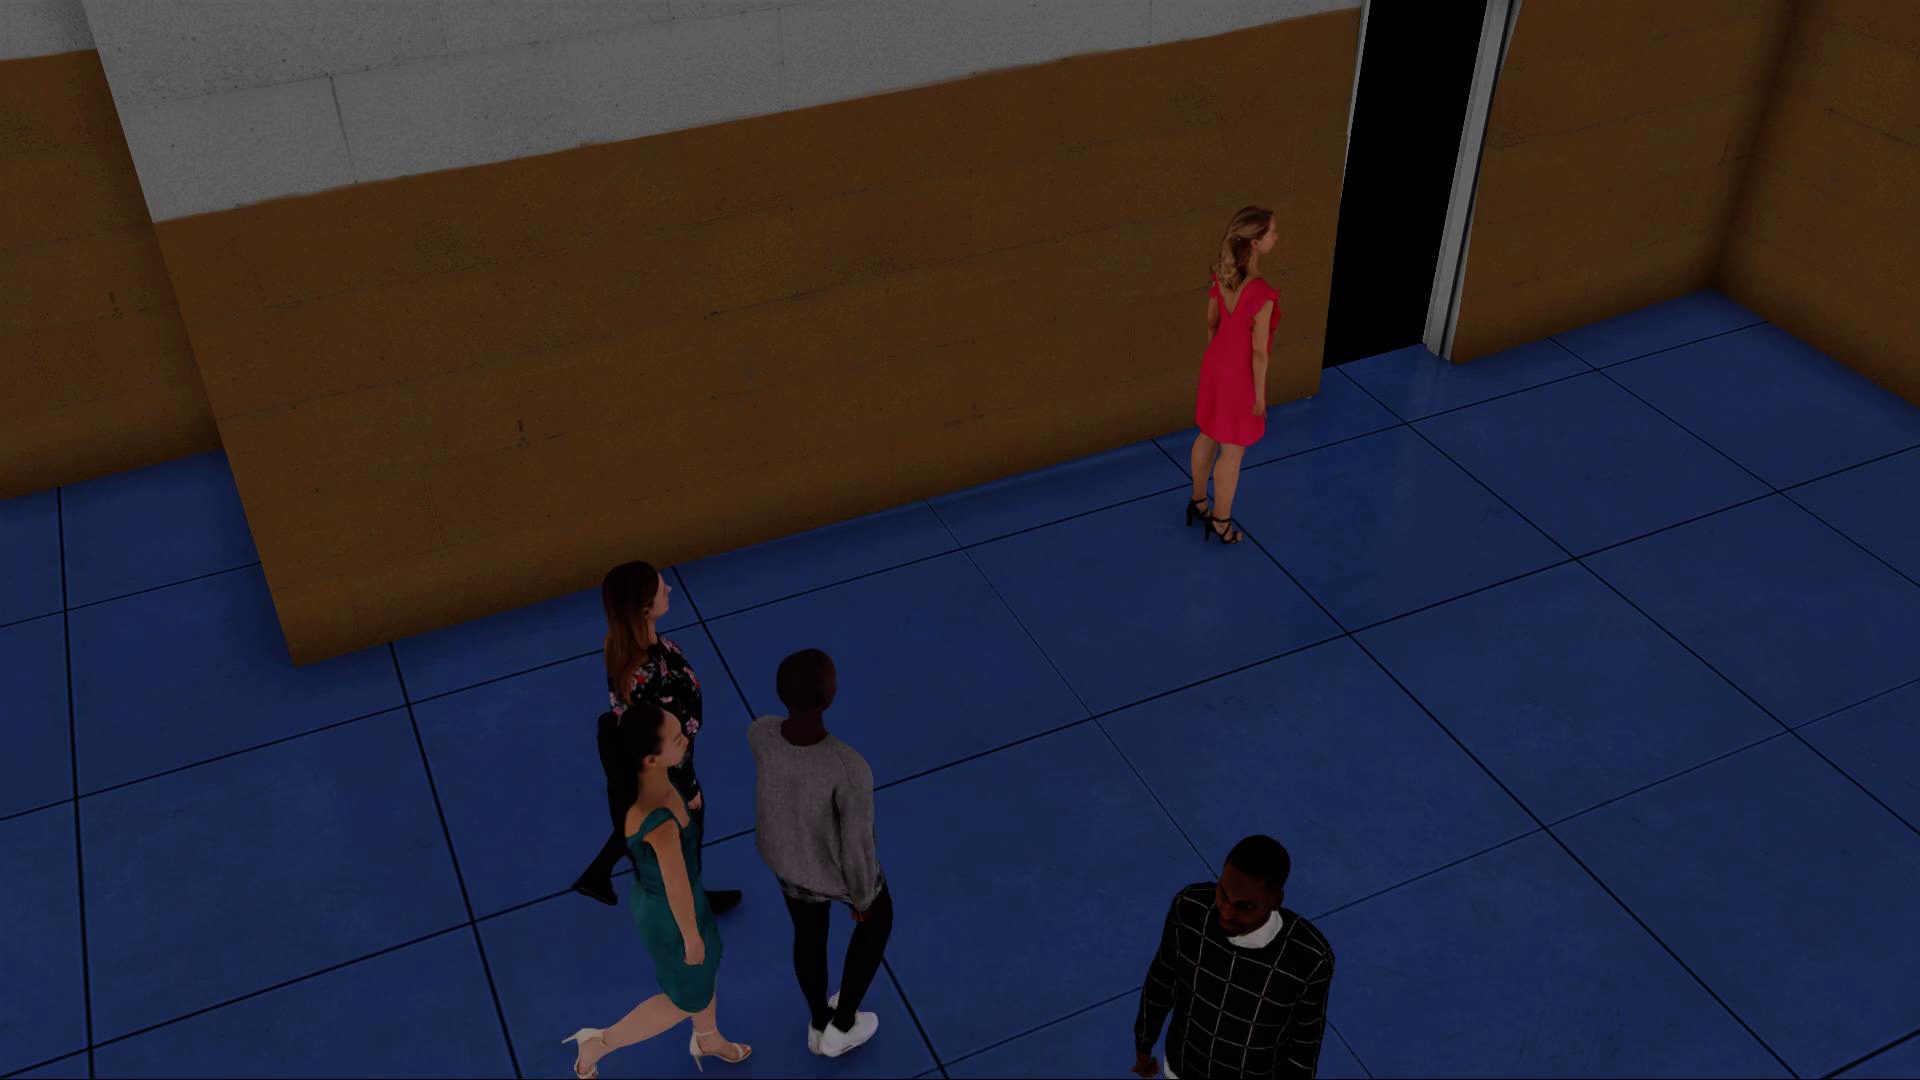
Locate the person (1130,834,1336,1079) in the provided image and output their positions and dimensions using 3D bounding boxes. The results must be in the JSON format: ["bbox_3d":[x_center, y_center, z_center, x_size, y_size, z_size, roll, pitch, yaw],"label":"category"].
[{"bbox_3d":[0.806,1.456,4.768,1.215,1.789,1.103,25,43,29],"label":"person"}]

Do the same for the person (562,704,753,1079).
[{"bbox_3d":[-0.984,1.197,5.215,0.673,1.667,0.795,-12,38,-15],"label":"person"}]

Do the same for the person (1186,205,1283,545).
[{"bbox_3d":[1.267,-0.761,7.773,0.616,1.727,0.461,-16,40,-20],"label":"person"}]

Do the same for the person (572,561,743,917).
[{"bbox_3d":[-1.119,0.784,5.761,0.657,1.673,0.758,-17,40,-22],"label":"person"}]

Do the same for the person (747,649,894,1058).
[{"bbox_3d":[-0.496,1.077,5.295,0.715,1.763,0.793,17,40,22],"label":"person"}]
